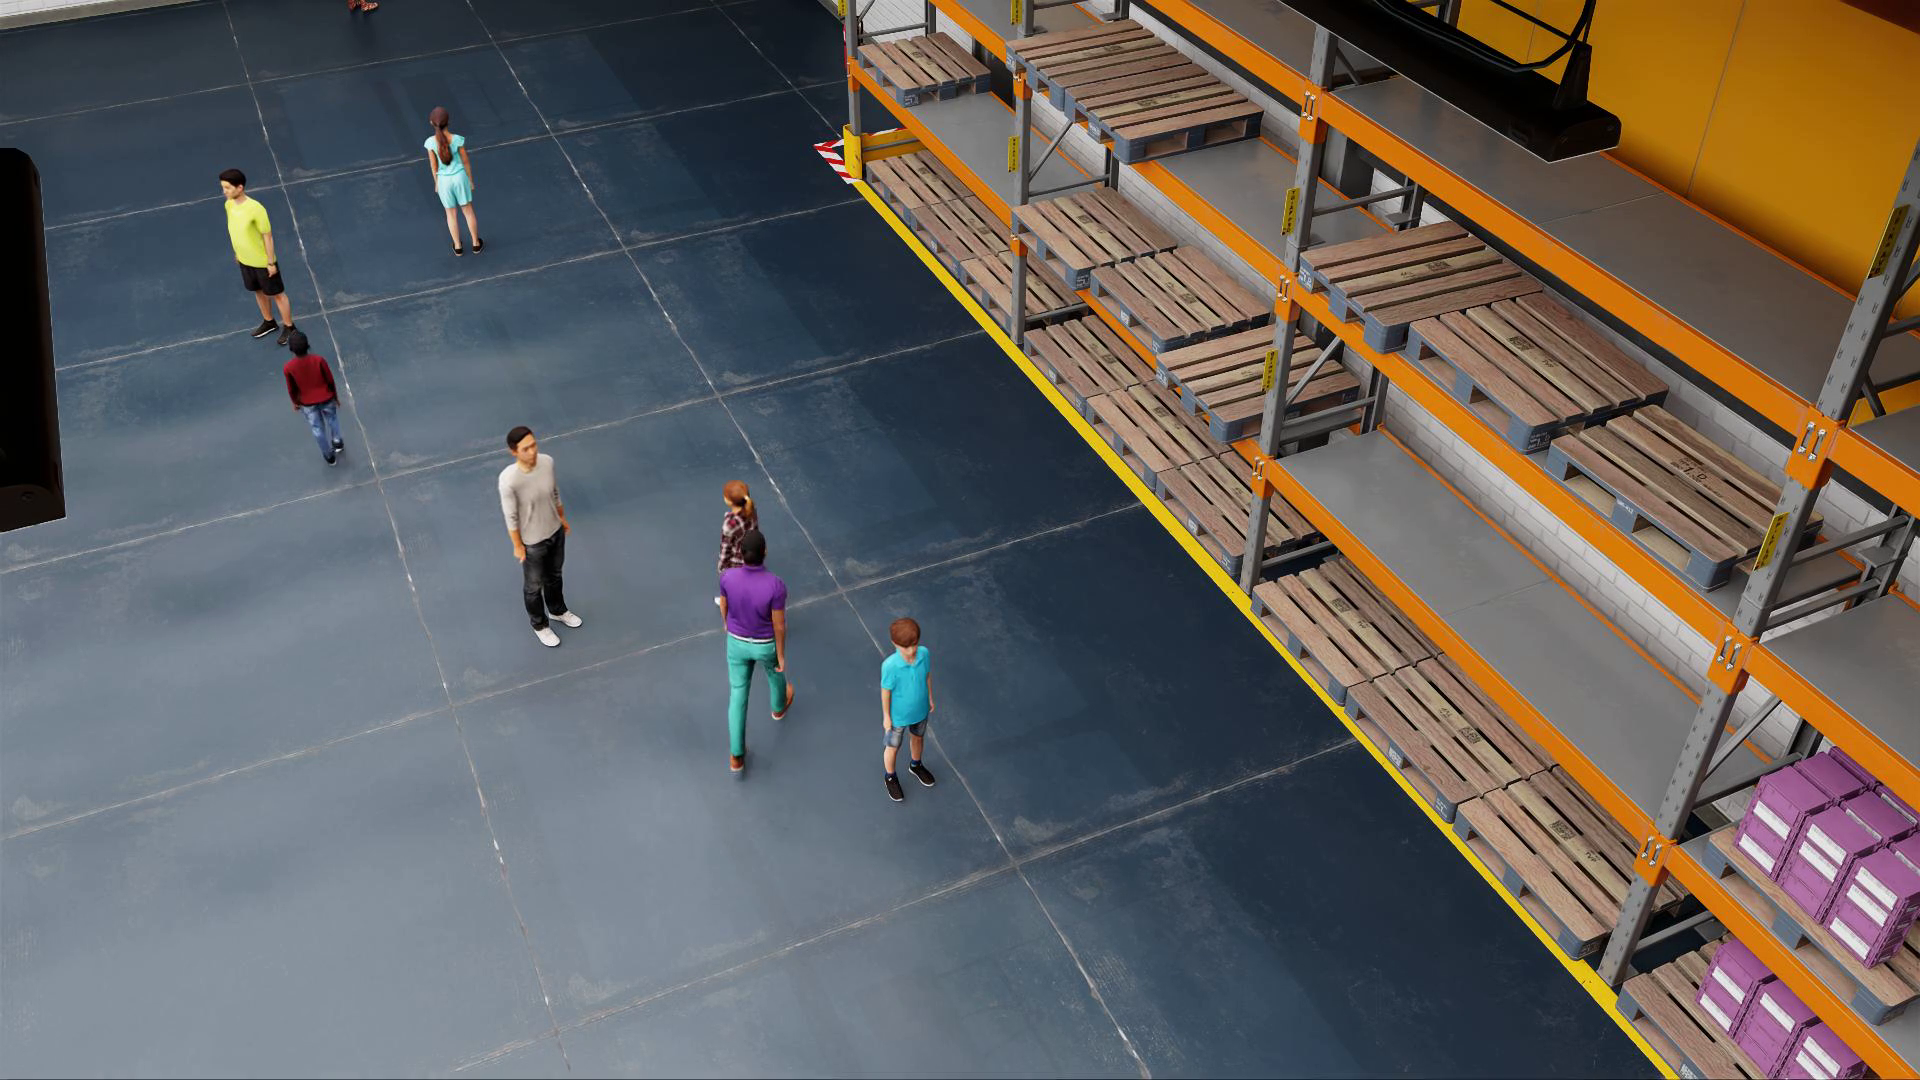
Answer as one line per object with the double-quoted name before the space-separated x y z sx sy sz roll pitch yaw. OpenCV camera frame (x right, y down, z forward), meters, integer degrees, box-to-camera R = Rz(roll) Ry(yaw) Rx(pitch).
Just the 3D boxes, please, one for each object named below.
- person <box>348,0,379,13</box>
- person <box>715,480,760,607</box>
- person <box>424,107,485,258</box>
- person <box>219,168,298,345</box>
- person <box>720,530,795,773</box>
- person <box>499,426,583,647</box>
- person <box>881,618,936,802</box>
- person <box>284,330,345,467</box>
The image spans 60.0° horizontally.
"person" -8.025 -7.781 21.726 0.646 1.719 0.725 16 41 19
"person" -1.547 0.139 12.151 0.964 1.292 0.843 18 42 21
"person" -5.062 -3.586 16.602 0.583 1.558 0.582 -9 40 -12
"person" -6.467 -2.625 15.278 0.682 1.709 0.760 16 41 19
"person" -1.389 0.762 11.022 1.053 1.728 1.222 5 39 6
"person" -3.052 -0.062 11.987 0.731 1.811 0.739 25 45 28
"person" -0.347 1.072 10.857 0.549 1.449 0.507 -22 44 -26
"person" -5.339 -1.154 13.807 0.517 1.246 0.569 -18 42 -21
